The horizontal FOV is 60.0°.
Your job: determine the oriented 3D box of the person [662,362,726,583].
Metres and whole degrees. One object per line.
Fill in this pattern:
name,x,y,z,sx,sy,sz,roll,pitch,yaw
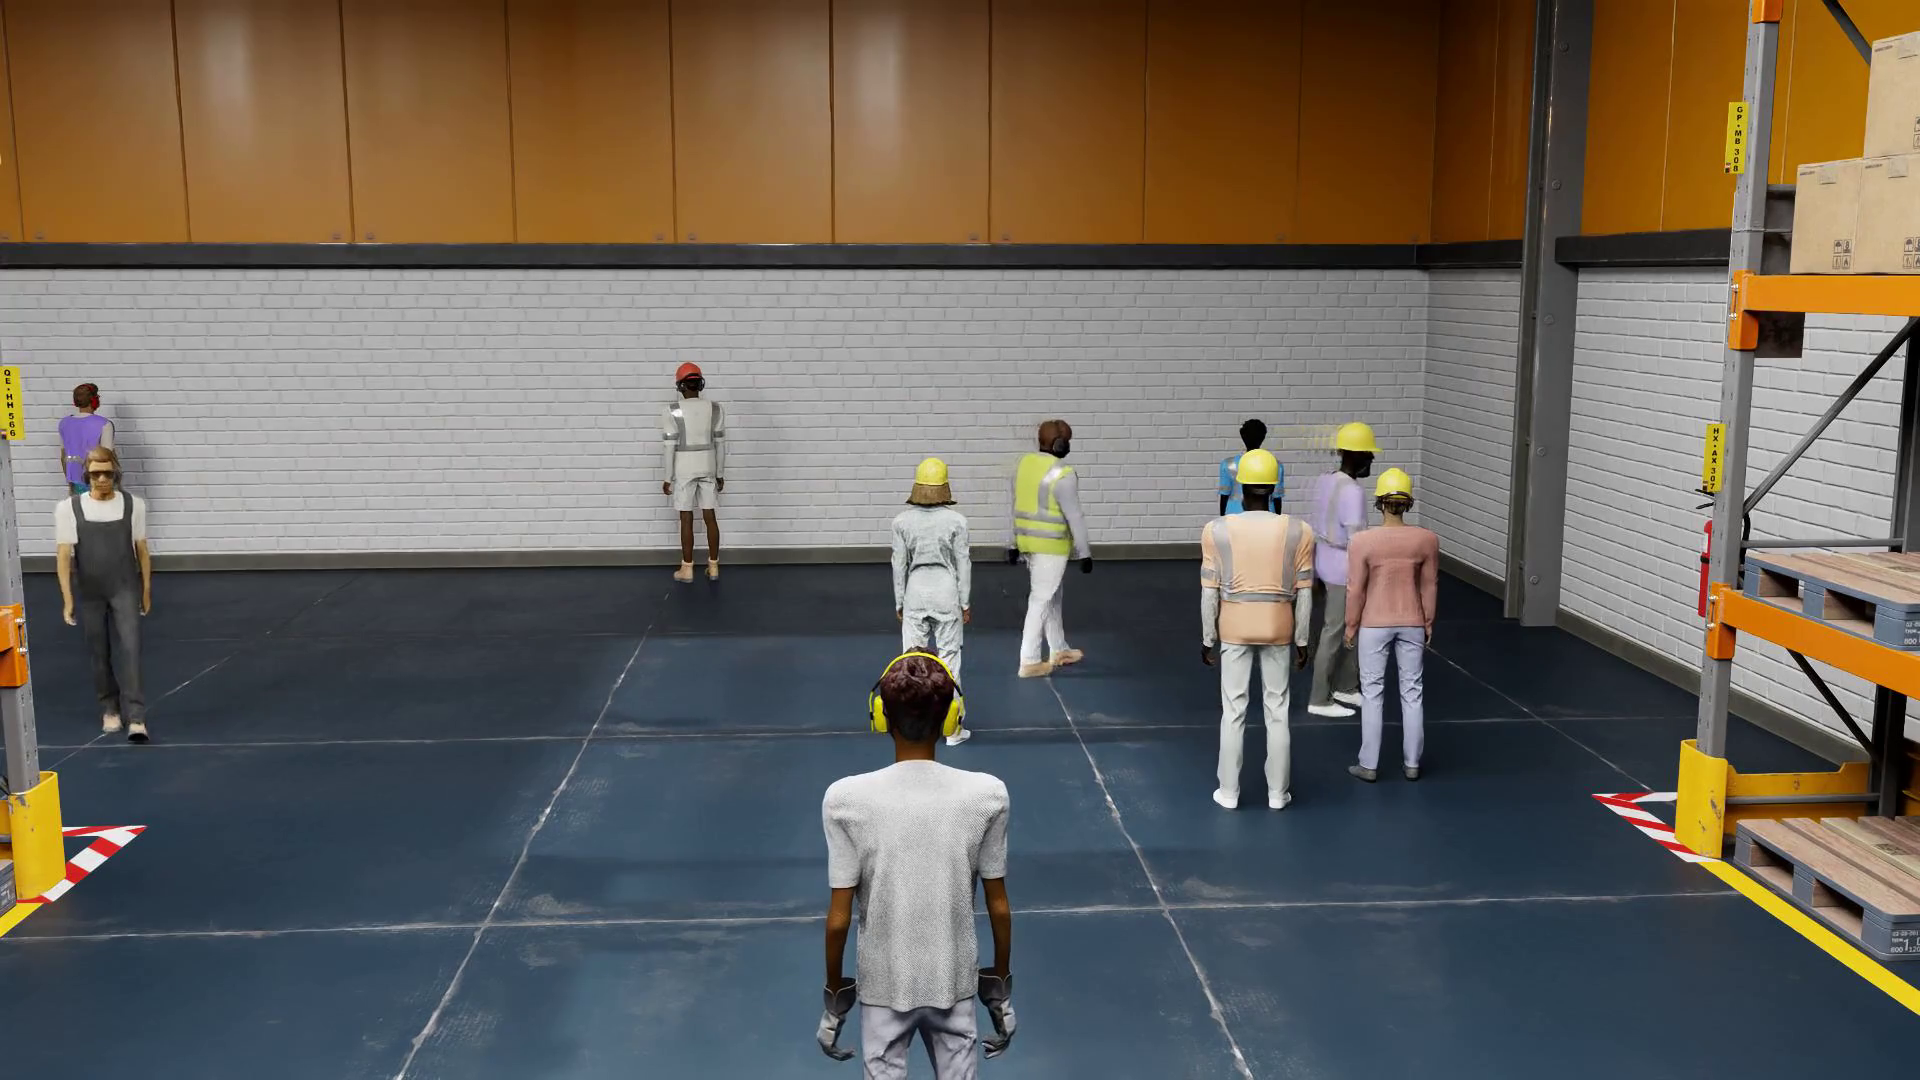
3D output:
person,-2.468,-0.623,15.389,0.605,2.036,0.383,-5,10,-30

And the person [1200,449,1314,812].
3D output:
person,1.557,0.482,8.776,0.588,1.930,0.361,1,9,5

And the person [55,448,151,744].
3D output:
person,-5.144,0.345,10.052,0.508,1.791,0.983,-5,10,-28

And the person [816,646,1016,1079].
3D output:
person,-0.115,1.208,4.411,0.535,1.868,0.309,-1,9,-8

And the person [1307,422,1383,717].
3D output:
person,2.515,0.205,10.571,0.617,1.902,0.602,1,9,4

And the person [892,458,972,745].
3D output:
person,-0.165,0.373,10.046,0.483,1.745,0.299,2,9,10

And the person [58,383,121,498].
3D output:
person,-7.968,-0.512,15.268,0.567,1.849,0.385,2,9,13

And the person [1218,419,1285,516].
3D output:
person,2.332,-0.127,13.357,0.530,1.689,0.321,1,9,5

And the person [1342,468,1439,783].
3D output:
person,2.398,0.482,9.293,0.523,1.769,0.314,-1,9,-4

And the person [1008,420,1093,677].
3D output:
person,0.707,0.054,11.821,0.796,1.813,0.656,-6,11,-33
